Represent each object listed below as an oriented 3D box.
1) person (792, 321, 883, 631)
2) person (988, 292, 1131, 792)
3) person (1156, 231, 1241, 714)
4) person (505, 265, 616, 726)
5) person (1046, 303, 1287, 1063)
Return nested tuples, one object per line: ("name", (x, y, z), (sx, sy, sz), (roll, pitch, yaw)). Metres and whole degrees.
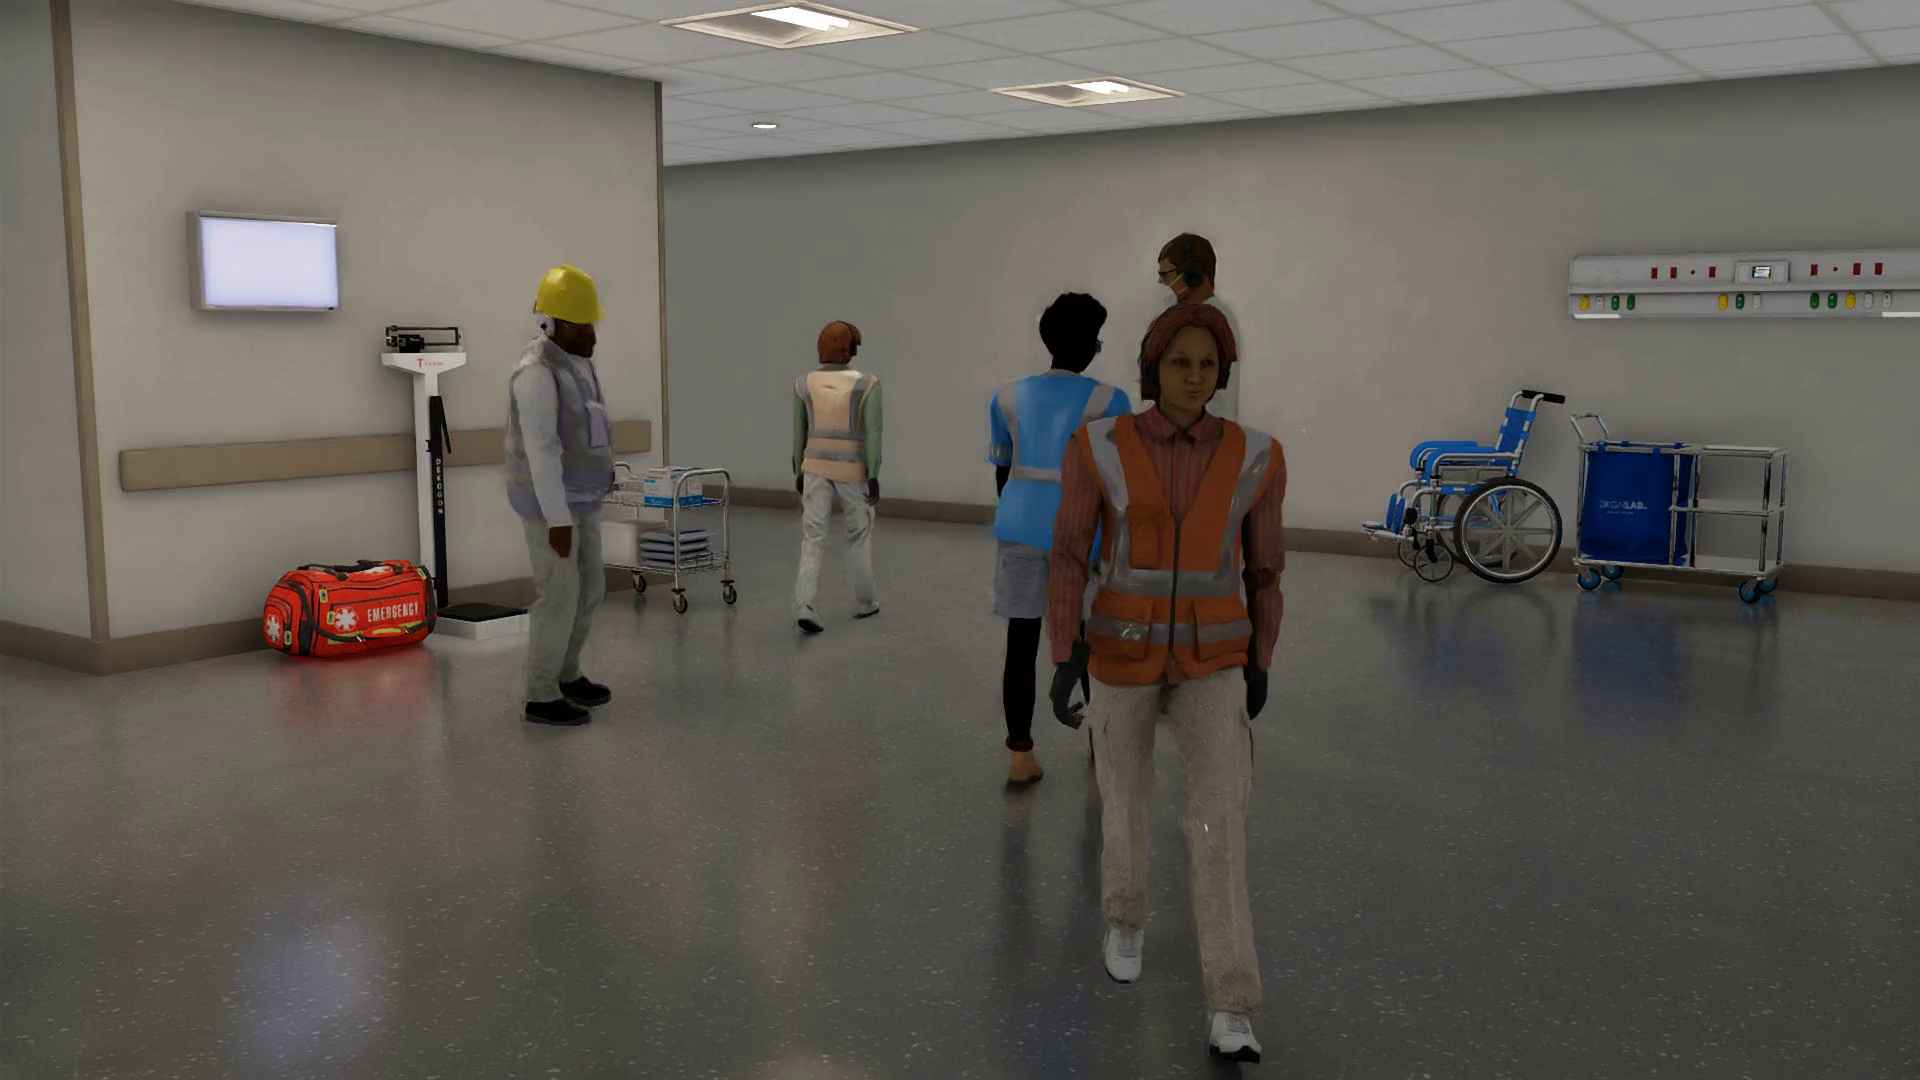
("person", (-0.646, -0.339, 8.639), (0.526, 1.596, 0.881), (2, 7, 16))
("person", (0.361, -0.010, 5.742), (0.550, 1.659, 0.794), (3, 8, 21))
("person", (0.946, -0.266, 6.725), (0.371, 1.933, 0.627), (0, 7, -2))
("person", (-1.517, -0.154, 6.406), (0.439, 1.787, 0.641), (0, 7, 3))
("person", (0.454, 0.287, 3.649), (0.529, 1.591, 0.875), (0, 7, 2))
